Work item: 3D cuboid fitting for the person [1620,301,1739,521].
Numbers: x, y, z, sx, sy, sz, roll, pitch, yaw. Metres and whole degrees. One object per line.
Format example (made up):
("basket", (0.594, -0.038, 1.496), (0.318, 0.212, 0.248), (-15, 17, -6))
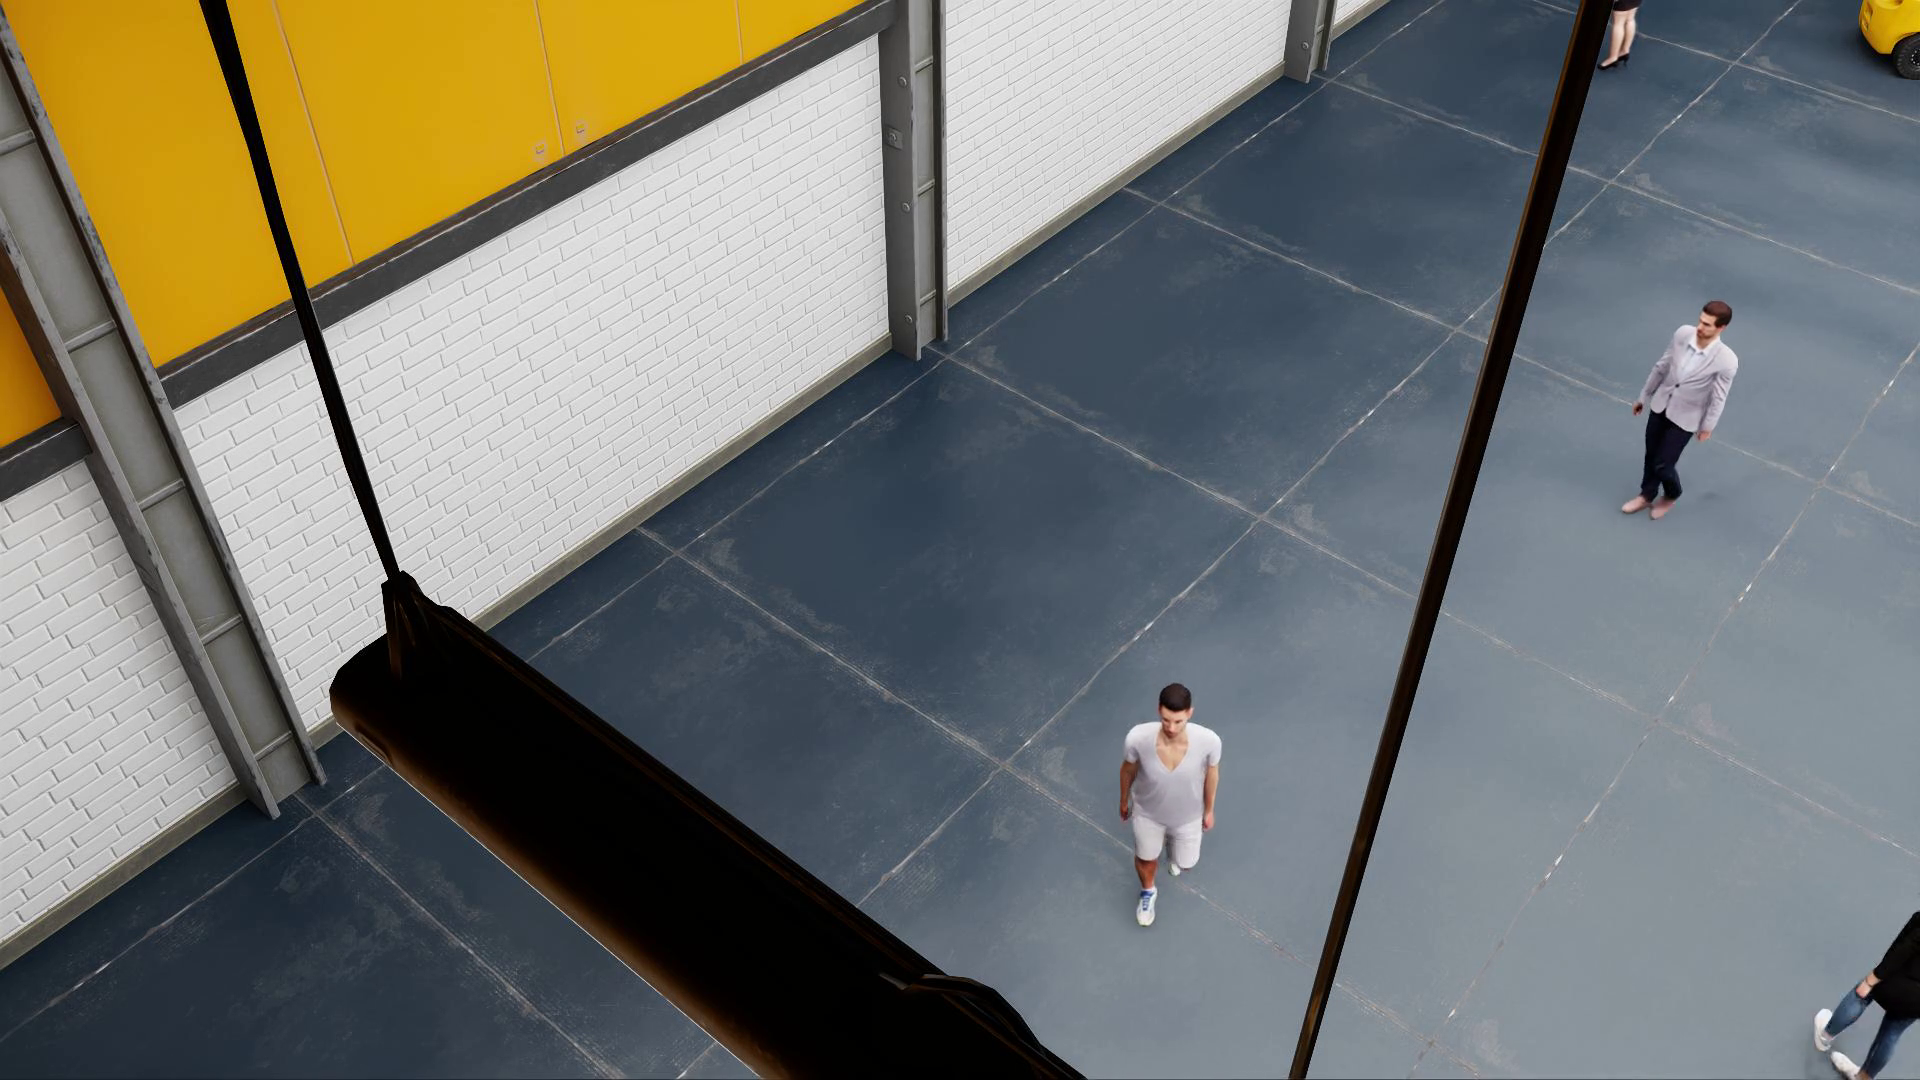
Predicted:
("person", (5.071, -0.916, 11.604), (0.804, 1.838, 0.792), (-18, 46, -18))

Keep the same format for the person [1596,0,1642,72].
("person", (6.659, -5.484, 16.541), (0.509, 1.643, 0.642), (-34, 53, -30))

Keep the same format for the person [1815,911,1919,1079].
("person", (4.809, 2.282, 8.421), (0.833, 1.600, 0.887), (-5, 44, -6))

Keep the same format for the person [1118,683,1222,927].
("person", (1.150, 1.382, 9.192), (0.914, 1.839, 0.983), (4, 44, 5))
